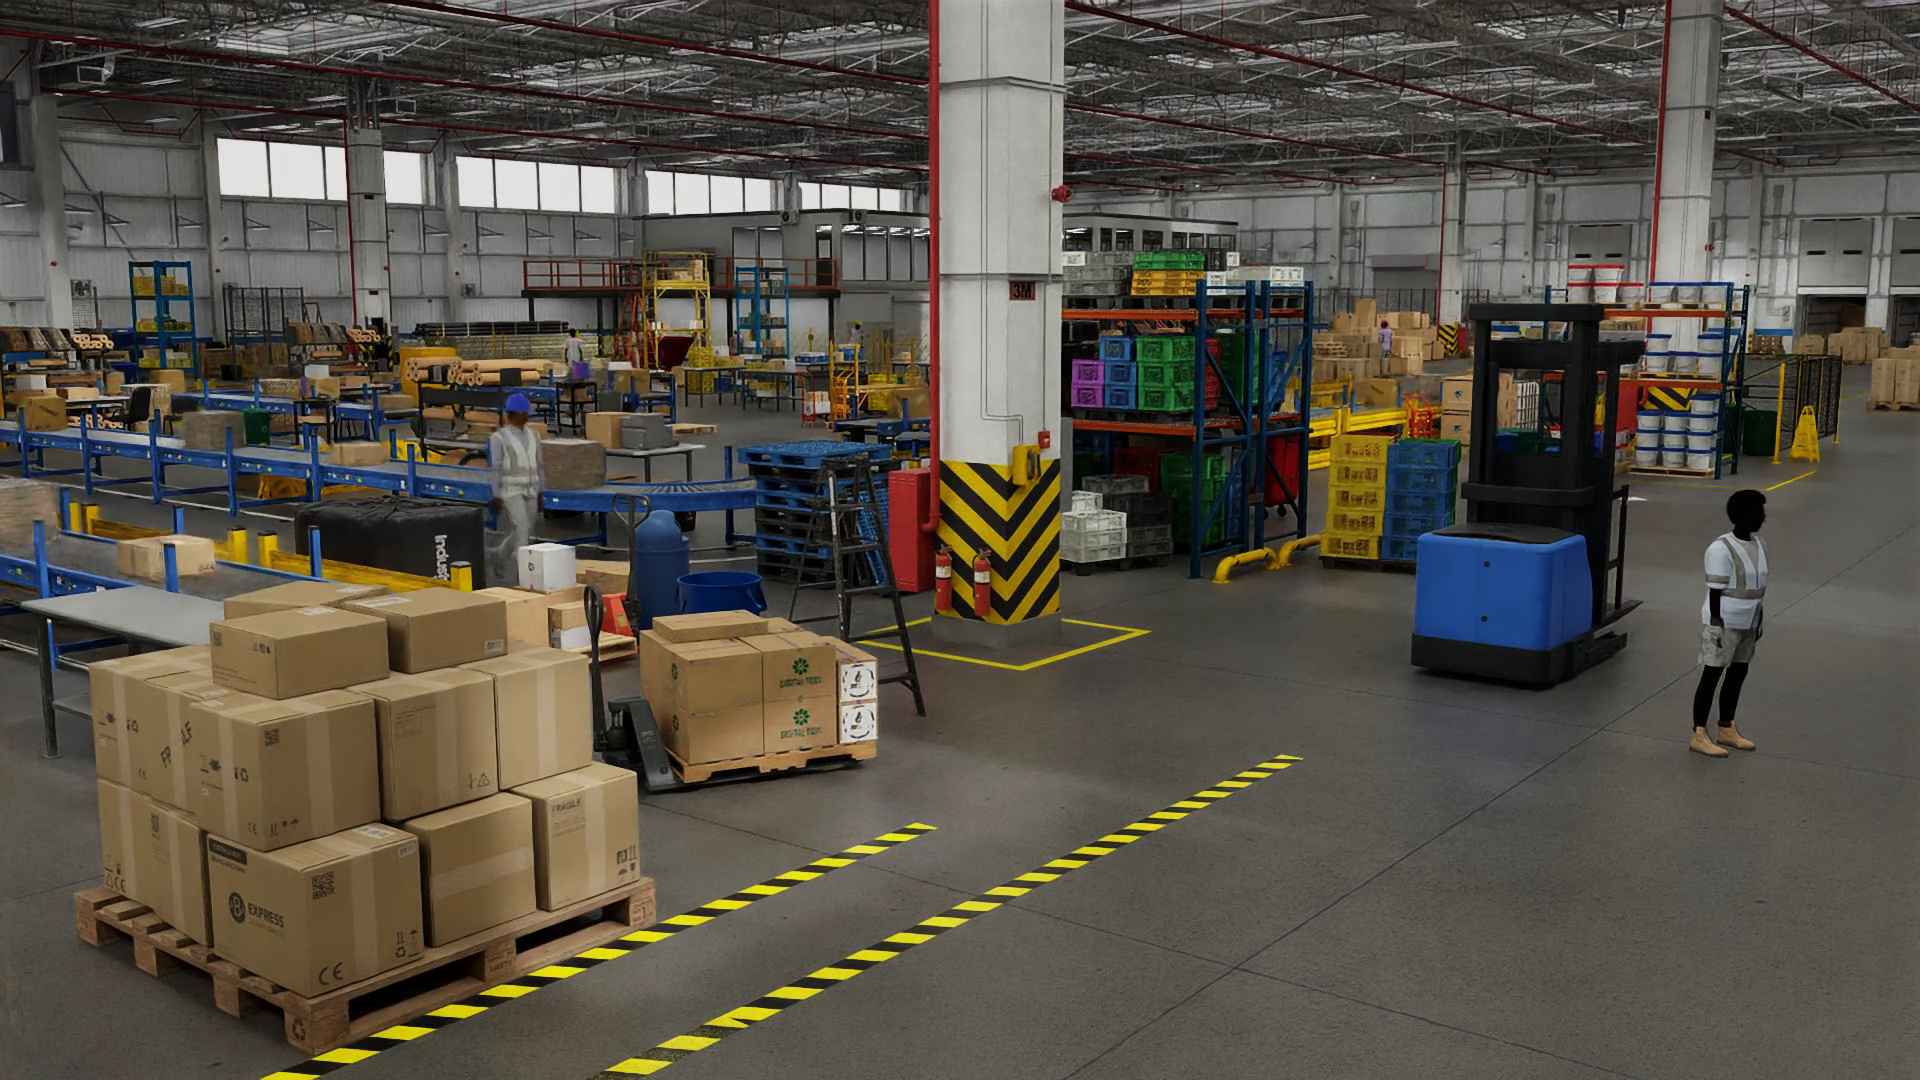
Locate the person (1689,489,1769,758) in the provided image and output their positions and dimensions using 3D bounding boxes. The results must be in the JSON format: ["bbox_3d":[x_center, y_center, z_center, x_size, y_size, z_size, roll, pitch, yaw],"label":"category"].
[{"bbox_3d":[4.849,0.517,10.423,0.535,1.694,0.321,-5,10,-31],"label":"person"}]

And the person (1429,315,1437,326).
[{"bbox_3d":[22.432,-9.742,78.768,0.587,1.928,0.363,-5,10,-31],"label":"person"}]

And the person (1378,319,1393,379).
[{"bbox_3d":[14.376,-6.478,56.414,0.605,2.034,0.392,-4,10,-28],"label":"person"}]

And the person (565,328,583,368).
[{"bbox_3d":[-11.491,-5.367,49.488,0.535,1.864,0.309,-1,8,-5],"label":"person"}]

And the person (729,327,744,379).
[{"bbox_3d":[-7.513,-6.288,56.061,0.519,1.757,0.340,1,8,6],"label":"person"}]

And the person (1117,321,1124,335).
[{"bbox_3d":[5.621,-6.737,58.485,0.364,1.934,0.553,5,10,31],"label":"person"}]

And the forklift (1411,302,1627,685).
[{"bbox_3d":[4.379,-0.438,12.852,1.129,2.768,1.873,7,11,37],"label":"forklift"}]

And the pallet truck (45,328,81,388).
[{"bbox_3d":[-23.775,-4.544,43.495,1.885,1.965,0.823,6,10,35],"label":"pallet truck"}]

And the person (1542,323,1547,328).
[{"bbox_3d":[21.460,-7.073,61.131,0.961,1.817,0.551,3,9,21],"label":"person"}]

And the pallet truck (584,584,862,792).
[{"bbox_3d":[-1.426,0.805,10.019,1.601,1.201,0.680,-4,9,-26],"label":"pallet truck"}]

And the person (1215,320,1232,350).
[{"bbox_3d":[9.868,-7.312,62.426,0.649,1.910,0.475,-1,8,-4],"label":"person"}]

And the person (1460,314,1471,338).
[{"bbox_3d":[24.043,-9.796,79.210,0.553,1.914,0.829,7,11,39],"label":"person"}]

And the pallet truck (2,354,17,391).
[{"bbox_3d":[-24.881,-4.417,42.634,1.885,1.965,0.823,8,11,41],"label":"pallet truck"}]

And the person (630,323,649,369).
[{"bbox_3d":[-11.265,-6.710,58.623,0.581,1.846,0.917,-8,11,-42],"label":"person"}]

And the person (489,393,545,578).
[{"bbox_3d":[-4.417,-0.496,16.444,0.811,1.928,0.606,5,10,32],"label":"person"}]

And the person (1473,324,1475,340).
[{"bbox_3d":[24.952,-9.876,80.470,0.863,1.744,0.528,0,8,3],"label":"person"}]

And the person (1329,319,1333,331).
[{"bbox_3d":[18.489,-10.252,82.137,0.609,1.946,0.405,-4,9,-24],"label":"person"}]

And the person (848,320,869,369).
[{"bbox_3d":[-3.903,-7.482,63.736,0.994,1.861,0.603,4,9,22],"label":"person"}]

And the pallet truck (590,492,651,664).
[{"bbox_3d":[-3.115,0.344,12.883,0.653,1.274,1.630,7,11,37],"label":"pallet truck"}]
